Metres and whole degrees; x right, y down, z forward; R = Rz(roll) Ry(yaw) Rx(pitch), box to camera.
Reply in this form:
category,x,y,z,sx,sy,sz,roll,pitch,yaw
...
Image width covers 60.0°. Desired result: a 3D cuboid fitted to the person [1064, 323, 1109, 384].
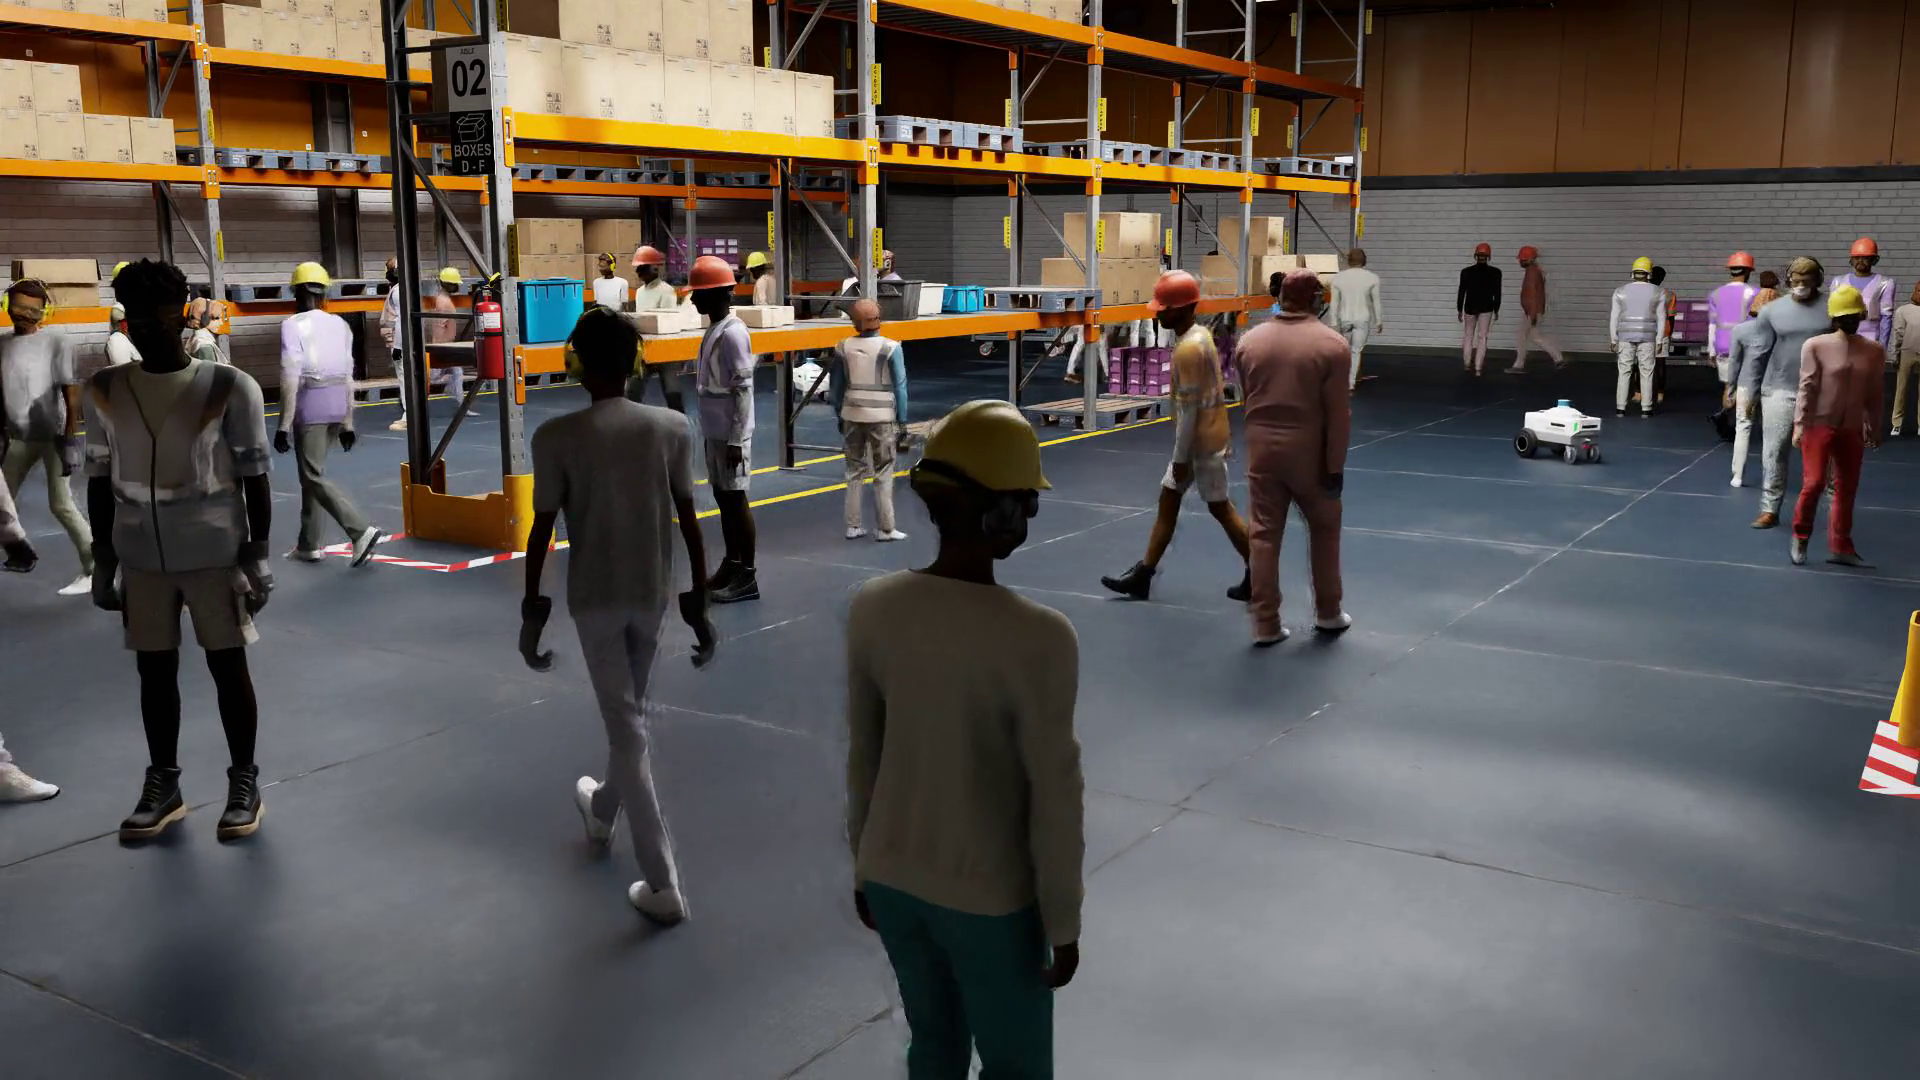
category,x,y,z,sx,sy,sz,roll,pitch,yaw
person,1.853,-3.122,23.531,1.026,1.832,0.587,-9,13,-40

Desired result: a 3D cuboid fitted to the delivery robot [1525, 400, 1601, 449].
category,x,y,z,sx,sy,sz,roll,pitch,yaw
delivery robot,5.543,-1.049,15.303,0.477,0.478,0.707,-4,11,-22

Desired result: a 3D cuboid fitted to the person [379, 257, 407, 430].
category,x,y,z,sx,sy,sz,roll,pitch,yaw
person,-5.967,-2.093,17.784,0.429,1.844,0.627,-2,10,-9

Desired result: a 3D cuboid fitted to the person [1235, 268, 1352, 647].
category,x,y,z,sx,sy,sz,roll,pitch,yaw
person,1.728,-0.424,8.429,0.642,1.874,0.807,7,12,32

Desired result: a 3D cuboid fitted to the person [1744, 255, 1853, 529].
category,x,y,z,sx,sy,sz,roll,pitch,yaw
person,5.923,-1.019,11.628,0.778,1.915,0.538,7,12,34

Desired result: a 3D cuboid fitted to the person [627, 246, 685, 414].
category,x,y,z,sx,sy,sz,roll,pitch,yaw
person,-2.937,-1.737,15.487,0.621,1.957,0.936,9,14,41

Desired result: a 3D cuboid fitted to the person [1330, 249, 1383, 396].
category,x,y,z,sx,sy,sz,roll,pitch,yaw
person,5.218,-2.850,21.811,0.641,1.900,0.934,6,12,30

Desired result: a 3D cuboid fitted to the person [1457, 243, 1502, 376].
category,x,y,z,sx,sy,sz,roll,pitch,yaw
person,7.811,-3.465,25.024,0.610,1.968,0.713,4,11,21

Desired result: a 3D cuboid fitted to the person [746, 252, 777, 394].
category,x,y,z,sx,sy,sz,roll,pitch,yaw
person,-2.621,-2.848,21.907,1.016,1.851,0.581,3,11,16

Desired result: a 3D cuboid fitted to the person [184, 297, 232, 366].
category,x,y,z,sx,sy,sz,roll,pitch,yaw
person,-5.069,-0.812,11.243,0.309,1.640,0.512,-7,12,-34

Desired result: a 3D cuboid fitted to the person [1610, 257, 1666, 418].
category,x,y,z,sx,sy,sz,roll,pitch,yaw
person,7.732,-2.308,18.991,0.591,1.834,0.404,5,11,26

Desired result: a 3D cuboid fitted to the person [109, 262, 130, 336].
category,x,y,z,sx,sy,sz,roll,pitch,yaw
person,-7.114,-1.473,14.365,0.404,1.835,0.587,1,10,6

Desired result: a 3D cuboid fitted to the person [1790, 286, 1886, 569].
category,x,y,z,sx,sy,sz,roll,pitch,yaw
person,5.375,-0.680,10.214,0.615,1.745,0.376,-1,10,-4

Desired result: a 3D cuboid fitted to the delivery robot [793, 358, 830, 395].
category,x,y,z,sx,sy,sz,roll,pitch,yaw
delivery robot,-1.856,-2.016,20.657,0.477,0.478,0.707,-3,11,-18

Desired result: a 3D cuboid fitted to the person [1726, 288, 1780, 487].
category,x,y,z,sx,sy,sz,roll,pitch,yaw
person,6.537,-1.235,13.597,0.498,1.634,0.284,6,12,32

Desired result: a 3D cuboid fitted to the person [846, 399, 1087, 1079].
category,x,y,z,sx,sy,sz,roll,pitch,yaw
person,-0.049,0.630,2.972,0.524,1.749,0.573,8,13,39

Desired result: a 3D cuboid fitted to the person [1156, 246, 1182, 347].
category,x,y,z,sx,sy,sz,roll,pitch,yaw
person,3.640,-4.197,29.173,0.552,1.935,0.361,4,11,22

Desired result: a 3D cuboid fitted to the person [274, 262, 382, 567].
category,x,y,z,sx,sy,sz,roll,pitch,yaw
person,-3.954,-0.777,10.395,0.809,1.876,0.635,3,11,15

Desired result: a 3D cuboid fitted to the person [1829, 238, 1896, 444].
category,x,y,z,sx,sy,sz,roll,pitch,yaw
person,8.944,-1.975,16.621,0.621,2.039,0.408,10,14,44

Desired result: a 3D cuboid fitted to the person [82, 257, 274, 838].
category,x,y,z,sx,sy,sz,roll,pitch,yaw
person,-2.631,0.041,5.609,0.612,1.962,0.364,0,10,-2

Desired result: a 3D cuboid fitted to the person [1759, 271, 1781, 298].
category,x,y,z,sx,sy,sz,roll,pitch,yaw
person,11.539,-3.017,23.615,0.881,1.582,0.537,2,10,12

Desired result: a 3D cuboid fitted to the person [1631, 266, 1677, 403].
category,x,y,z,sx,sy,sz,roll,pitch,yaw
person,8.623,-2.549,20.711,0.532,1.697,0.319,2,11,13

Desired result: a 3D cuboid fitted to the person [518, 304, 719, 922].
category,x,y,z,sx,sy,sz,roll,pitch,yaw
person,-1.095,0.193,5.152,0.557,1.821,0.975,-7,12,-34

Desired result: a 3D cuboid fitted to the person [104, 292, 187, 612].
category,x,y,z,sx,sy,sz,roll,pitch,yaw
person,-4.388,-0.518,9.045,0.345,1.847,0.508,0,10,-1

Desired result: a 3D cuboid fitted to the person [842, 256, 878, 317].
category,x,y,z,sx,sy,sz,roll,pitch,yaw
person,-1.193,-2.672,20.936,0.567,1.859,0.832,0,10,1

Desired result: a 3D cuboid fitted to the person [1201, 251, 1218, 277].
category,x,y,z,sx,sy,sz,roll,pitch,yaw
person,4.259,-3.931,27.963,0.429,1.844,0.627,3,11,16

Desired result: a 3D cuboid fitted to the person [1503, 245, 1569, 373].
category,x,y,z,sx,sy,sz,roll,pitch,yaw
person,8.743,-3.464,25.099,0.851,1.951,0.659,2,10,11

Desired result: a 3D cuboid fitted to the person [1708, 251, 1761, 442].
category,x,y,z,sx,sy,sz,roll,pitch,yaw
person,7.698,-1.912,16.575,0.586,1.913,0.583,-7,12,-35

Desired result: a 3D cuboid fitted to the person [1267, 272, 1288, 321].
category,x,y,z,sx,sy,sz,roll,pitch,yaw
person,3.434,-2.007,17.742,0.323,1.692,0.535,6,12,30

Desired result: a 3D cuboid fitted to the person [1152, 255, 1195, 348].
category,x,y,z,sx,sy,sz,roll,pitch,yaw
person,2.963,-3.048,23.098,0.620,1.836,0.429,0,10,1

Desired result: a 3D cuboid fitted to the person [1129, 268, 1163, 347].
category,x,y,z,sx,sy,sz,roll,pitch,yaw
person,2.940,-3.725,26.634,0.639,1.919,0.434,0,10,-2

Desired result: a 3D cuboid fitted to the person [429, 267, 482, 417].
category,x,y,z,sx,sy,sz,roll,pitch,yaw
person,-5.935,-2.236,18.893,0.815,1.722,0.569,-3,11,-14

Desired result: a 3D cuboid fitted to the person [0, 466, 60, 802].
category,x,y,z,sx,sy,sz,roll,pitch,yaw
person,-3.794,0.015,6.043,0.914,1.862,0.637,-1,10,-4

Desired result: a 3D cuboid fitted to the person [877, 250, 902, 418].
category,x,y,z,sx,sy,sz,roll,pitch,yaw
person,-0.857,-2.340,18.966,0.406,1.911,0.639,-5,11,-24

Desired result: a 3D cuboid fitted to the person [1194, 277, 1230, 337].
category,x,y,z,sx,sy,sz,roll,pitch,yaw
person,3.756,-3.310,24.690,0.889,1.797,0.597,-10,14,-43

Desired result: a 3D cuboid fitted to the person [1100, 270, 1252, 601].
category,x,y,z,sx,sy,sz,roll,pitch,yaw
person,1.315,-0.562,9.250,0.981,1.860,0.609,1,10,5

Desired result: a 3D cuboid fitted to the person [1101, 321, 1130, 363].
category,x,y,z,sx,sy,sz,roll,pitch,yaw
person,2.636,-3.761,26.915,0.773,1.880,0.416,-7,13,-36

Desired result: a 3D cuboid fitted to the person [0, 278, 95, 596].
category,x,y,z,sx,sy,sz,roll,pitch,yaw
person,-5.217,-0.539,9.273,0.584,1.814,0.754,2,10,9

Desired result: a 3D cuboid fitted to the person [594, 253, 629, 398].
category,x,y,z,sx,sy,sz,roll,pitch,yaw
person,-4.352,-2.628,20.688,0.517,1.865,0.328,3,11,17

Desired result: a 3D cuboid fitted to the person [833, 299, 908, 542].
category,x,y,z,sx,sy,sz,roll,pitch,yaw
person,-0.608,-0.790,11.158,0.560,1.625,0.331,4,11,23

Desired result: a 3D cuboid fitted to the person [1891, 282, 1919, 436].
category,x,y,z,sx,sy,sz,roll,pitch,yaw
person,9.896,-1.874,17.169,0.500,1.628,0.277,5,11,24

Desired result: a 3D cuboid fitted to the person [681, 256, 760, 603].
category,x,y,z,sx,sy,sz,roll,pitch,yaw
person,-1.344,-0.611,9.311,0.375,1.933,0.550,-4,11,-23
